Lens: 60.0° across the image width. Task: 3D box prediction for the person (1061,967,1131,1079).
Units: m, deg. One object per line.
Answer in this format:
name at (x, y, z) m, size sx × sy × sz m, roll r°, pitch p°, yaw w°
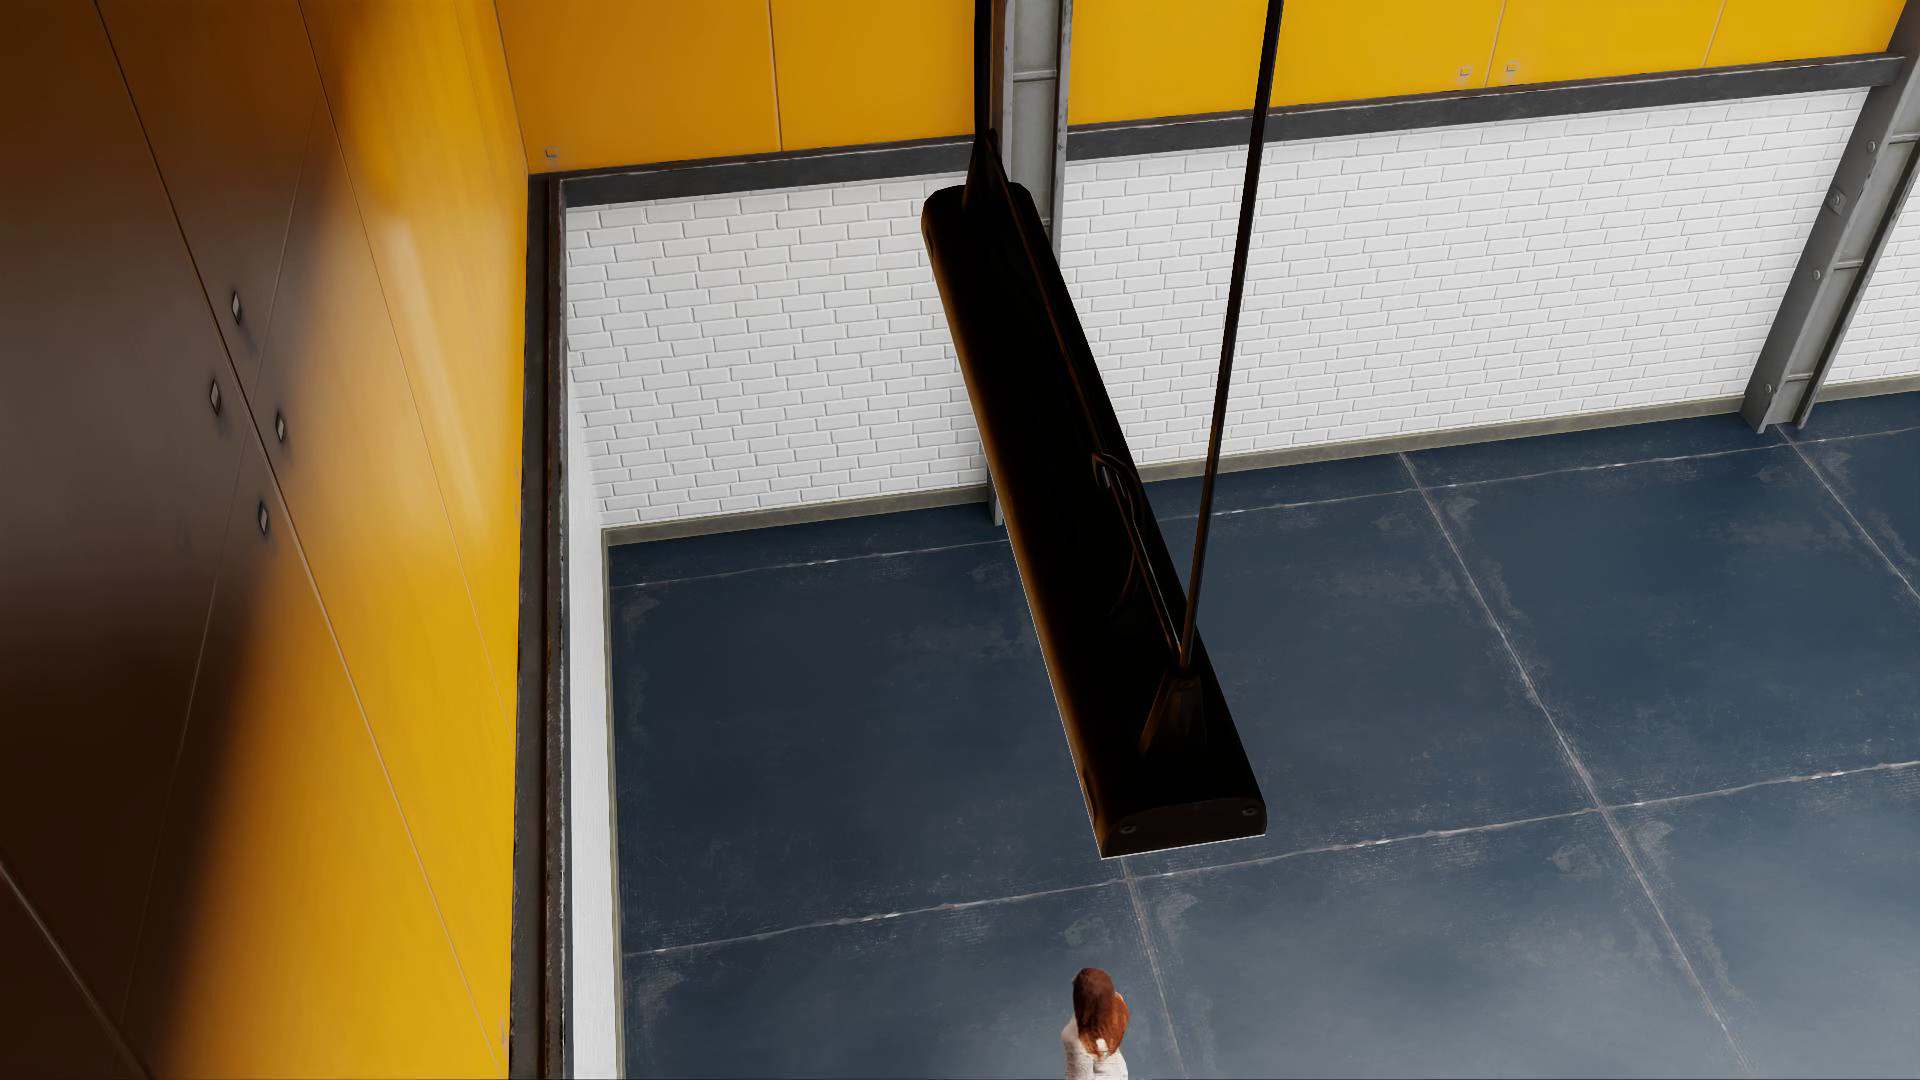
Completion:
person at (0.714, 2.639, 7.982) m, size 0.955 × 1.692 × 0.893 m, roll 25°, pitch 49°, yaw 24°
